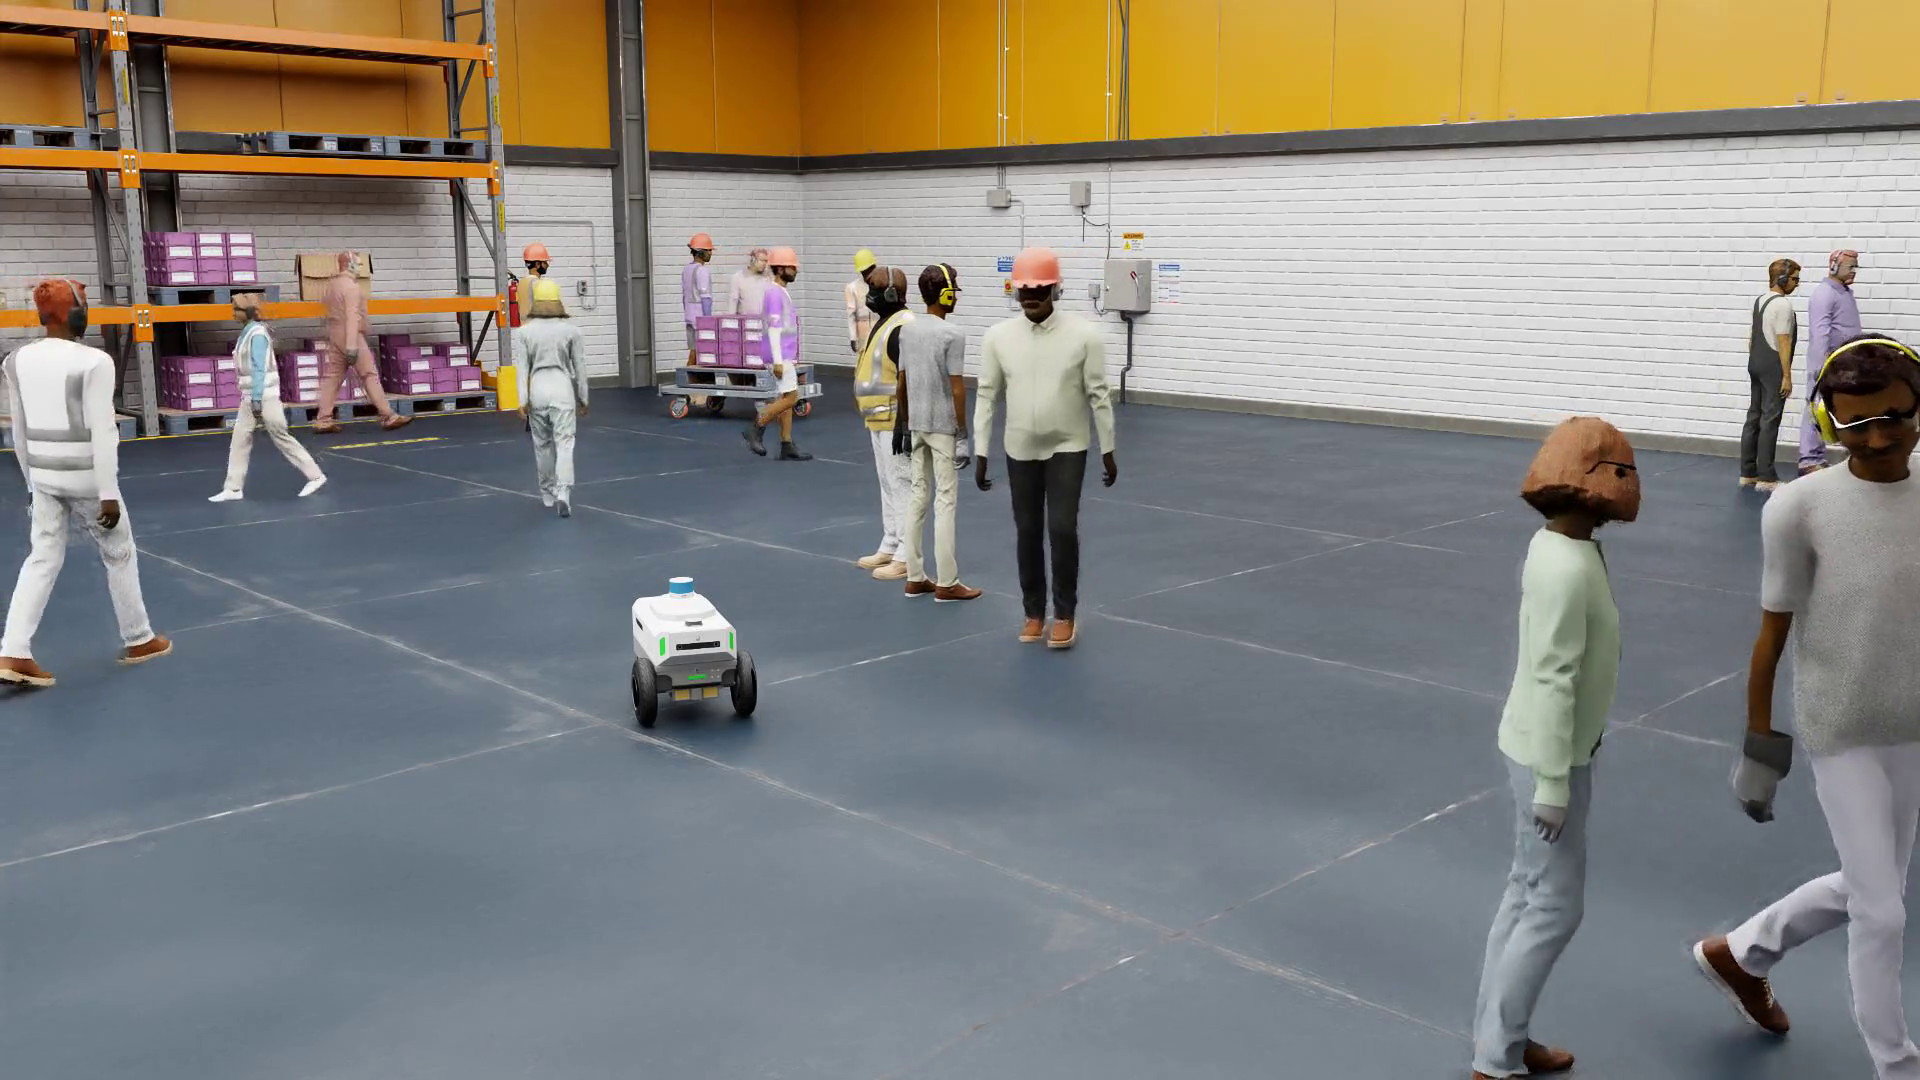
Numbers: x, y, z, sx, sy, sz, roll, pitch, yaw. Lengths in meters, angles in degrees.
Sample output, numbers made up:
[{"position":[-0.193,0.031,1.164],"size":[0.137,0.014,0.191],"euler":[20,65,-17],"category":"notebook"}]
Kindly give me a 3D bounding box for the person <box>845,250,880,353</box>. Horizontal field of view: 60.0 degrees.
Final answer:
[{"position":[-0.947,-2.203,18.069],"size":[0.596,1.858,0.883],"euler":[2,11,11],"category":"person"}]

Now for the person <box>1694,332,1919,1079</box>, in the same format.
[{"position":[2.015,0.430,3.798],"size":[0.590,1.823,0.776],"euler":[-3,11,-14],"category":"person"}]

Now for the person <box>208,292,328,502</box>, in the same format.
[{"position":[-5.325,-1.100,12.759],"size":[0.849,1.598,0.528],"euler":[-8,13,-36],"category":"person"}]

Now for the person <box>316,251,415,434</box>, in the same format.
[{"position":[-6.183,-2.019,17.051],"size":[0.990,1.853,0.692],"euler":[-9,14,-41],"category":"person"}]

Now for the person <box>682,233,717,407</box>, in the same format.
[{"position":[-3.057,-2.595,19.687],"size":[0.394,2.042,0.611],"euler":[-6,12,-30],"category":"person"}]

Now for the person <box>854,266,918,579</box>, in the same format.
[{"position":[-0.410,-0.692,9.862],"size":[0.430,1.844,0.624],"euler":[-3,11,-15],"category":"person"}]

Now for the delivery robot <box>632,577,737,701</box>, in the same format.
[{"position":[-1.191,0.403,7.143],"size":[0.477,0.478,0.707],"euler":[-4,11,-19],"category":"delivery robot"}]

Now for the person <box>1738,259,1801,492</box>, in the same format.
[{"position":[6.438,-1.301,13.192],"size":[0.344,1.839,0.504],"euler":[-1,10,-3],"category":"person"}]

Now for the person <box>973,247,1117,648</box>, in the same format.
[{"position":[0.406,-0.434,8.122],"size":[0.700,1.965,0.627],"euler":[3,11,14],"category":"person"}]

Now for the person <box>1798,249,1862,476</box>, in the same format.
[{"position":[7.323,-1.473,13.952],"size":[0.400,1.905,0.644],"euler":[9,14,40],"category":"person"}]

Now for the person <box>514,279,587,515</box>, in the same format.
[{"position":[-2.984,-1.047,12.164],"size":[0.496,1.709,0.861],"euler":[-2,11,-12],"category":"person"}]

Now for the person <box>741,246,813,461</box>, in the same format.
[{"position":[-1.621,-1.649,14.841],"size":[0.521,1.927,0.560],"euler":[1,10,4],"category":"person"}]

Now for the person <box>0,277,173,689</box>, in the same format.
[{"position":[-4.065,-0.264,7.541],"size":[0.589,1.844,0.964],"euler":[2,11,13],"category":"person"}]

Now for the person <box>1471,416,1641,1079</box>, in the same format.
[{"position":[1.392,0.518,3.898],"size":[0.308,1.611,0.563],"euler":[4,11,20],"category":"person"}]

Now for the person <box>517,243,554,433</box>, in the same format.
[{"position":[-4.316,-2.061,17.066],"size":[0.354,1.938,0.545],"euler":[-8,13,-39],"category":"person"}]

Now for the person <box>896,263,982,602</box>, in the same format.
[{"position":[-0.135,-0.593,9.242],"size":[0.513,1.872,0.331],"euler":[10,14,44],"category":"person"}]

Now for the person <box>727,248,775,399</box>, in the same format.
[{"position":[-2.594,-2.710,20.806],"size":[0.655,1.867,0.886],"euler":[-3,11,-14],"category":"person"}]
